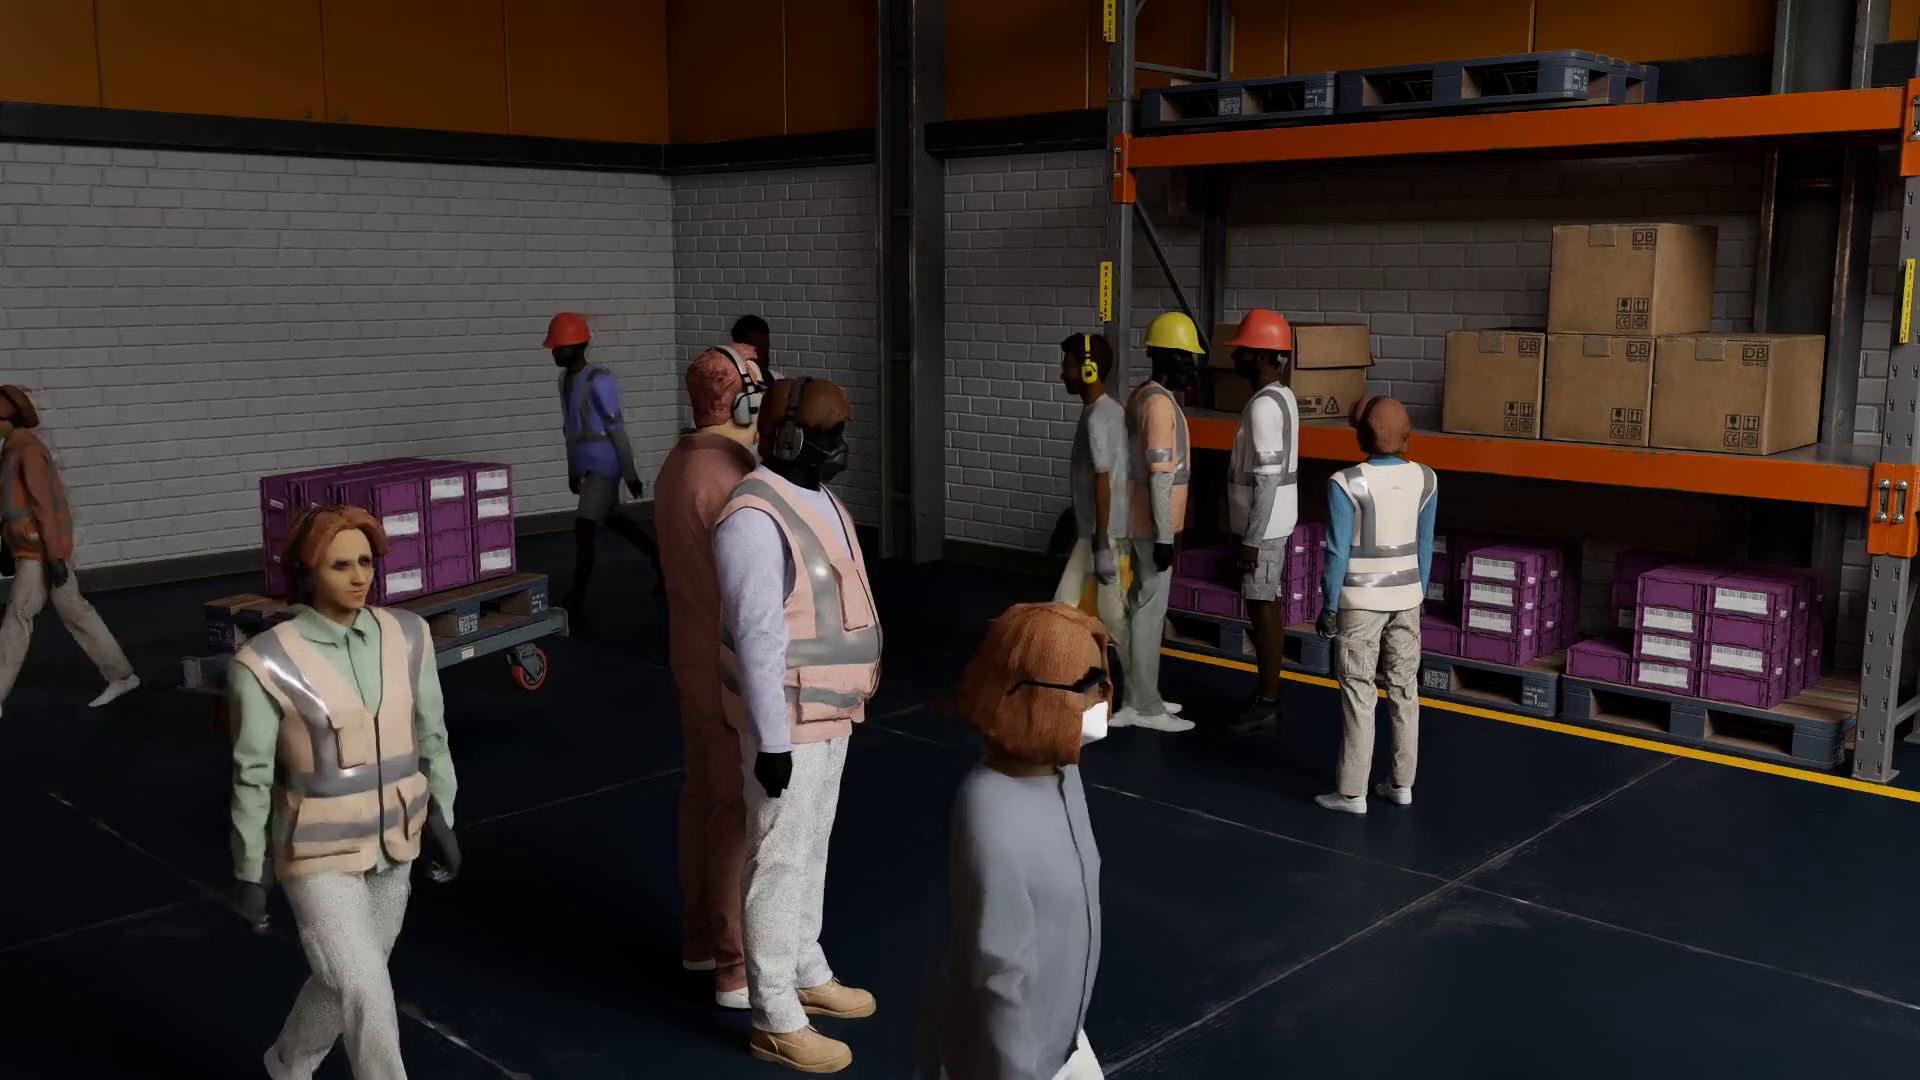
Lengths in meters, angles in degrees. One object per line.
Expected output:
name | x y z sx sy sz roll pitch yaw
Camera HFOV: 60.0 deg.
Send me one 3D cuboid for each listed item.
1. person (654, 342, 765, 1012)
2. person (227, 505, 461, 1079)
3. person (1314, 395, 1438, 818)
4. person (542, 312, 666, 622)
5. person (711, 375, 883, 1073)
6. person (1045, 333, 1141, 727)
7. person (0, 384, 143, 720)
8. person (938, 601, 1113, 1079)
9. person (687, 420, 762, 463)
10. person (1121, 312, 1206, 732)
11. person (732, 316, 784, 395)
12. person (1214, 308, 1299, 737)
person | -0.639 0.392 4.804 0.409 1.911 0.651 -4 10 -26
person | -1.435 0.701 3.839 0.838 1.605 0.520 6 11 33
person | 1.615 0.260 6.455 0.518 1.637 0.307 -4 10 -25
person | -2.130 -0.461 10.178 1.010 1.882 0.586 -7 11 -35
person | -0.422 0.478 4.501 0.429 1.842 0.622 2 9 11
person | 0.561 -0.026 7.609 0.776 1.832 0.526 3 10 16
person | -4.339 0.059 7.834 0.856 1.587 0.529 -6 11 -34
person | 0.108 0.880 2.810 0.875 1.585 0.517 4 10 22
person | -1.142 -0.091 8.453 0.505 1.674 0.936 -4 10 -25
person | 0.923 -0.088 7.709 0.384 1.924 0.589 0 9 0
person | -1.164 -0.266 8.976 0.667 1.873 0.598 8 12 41
person | 1.353 -0.074 7.569 0.354 1.942 0.545 2 10 15
